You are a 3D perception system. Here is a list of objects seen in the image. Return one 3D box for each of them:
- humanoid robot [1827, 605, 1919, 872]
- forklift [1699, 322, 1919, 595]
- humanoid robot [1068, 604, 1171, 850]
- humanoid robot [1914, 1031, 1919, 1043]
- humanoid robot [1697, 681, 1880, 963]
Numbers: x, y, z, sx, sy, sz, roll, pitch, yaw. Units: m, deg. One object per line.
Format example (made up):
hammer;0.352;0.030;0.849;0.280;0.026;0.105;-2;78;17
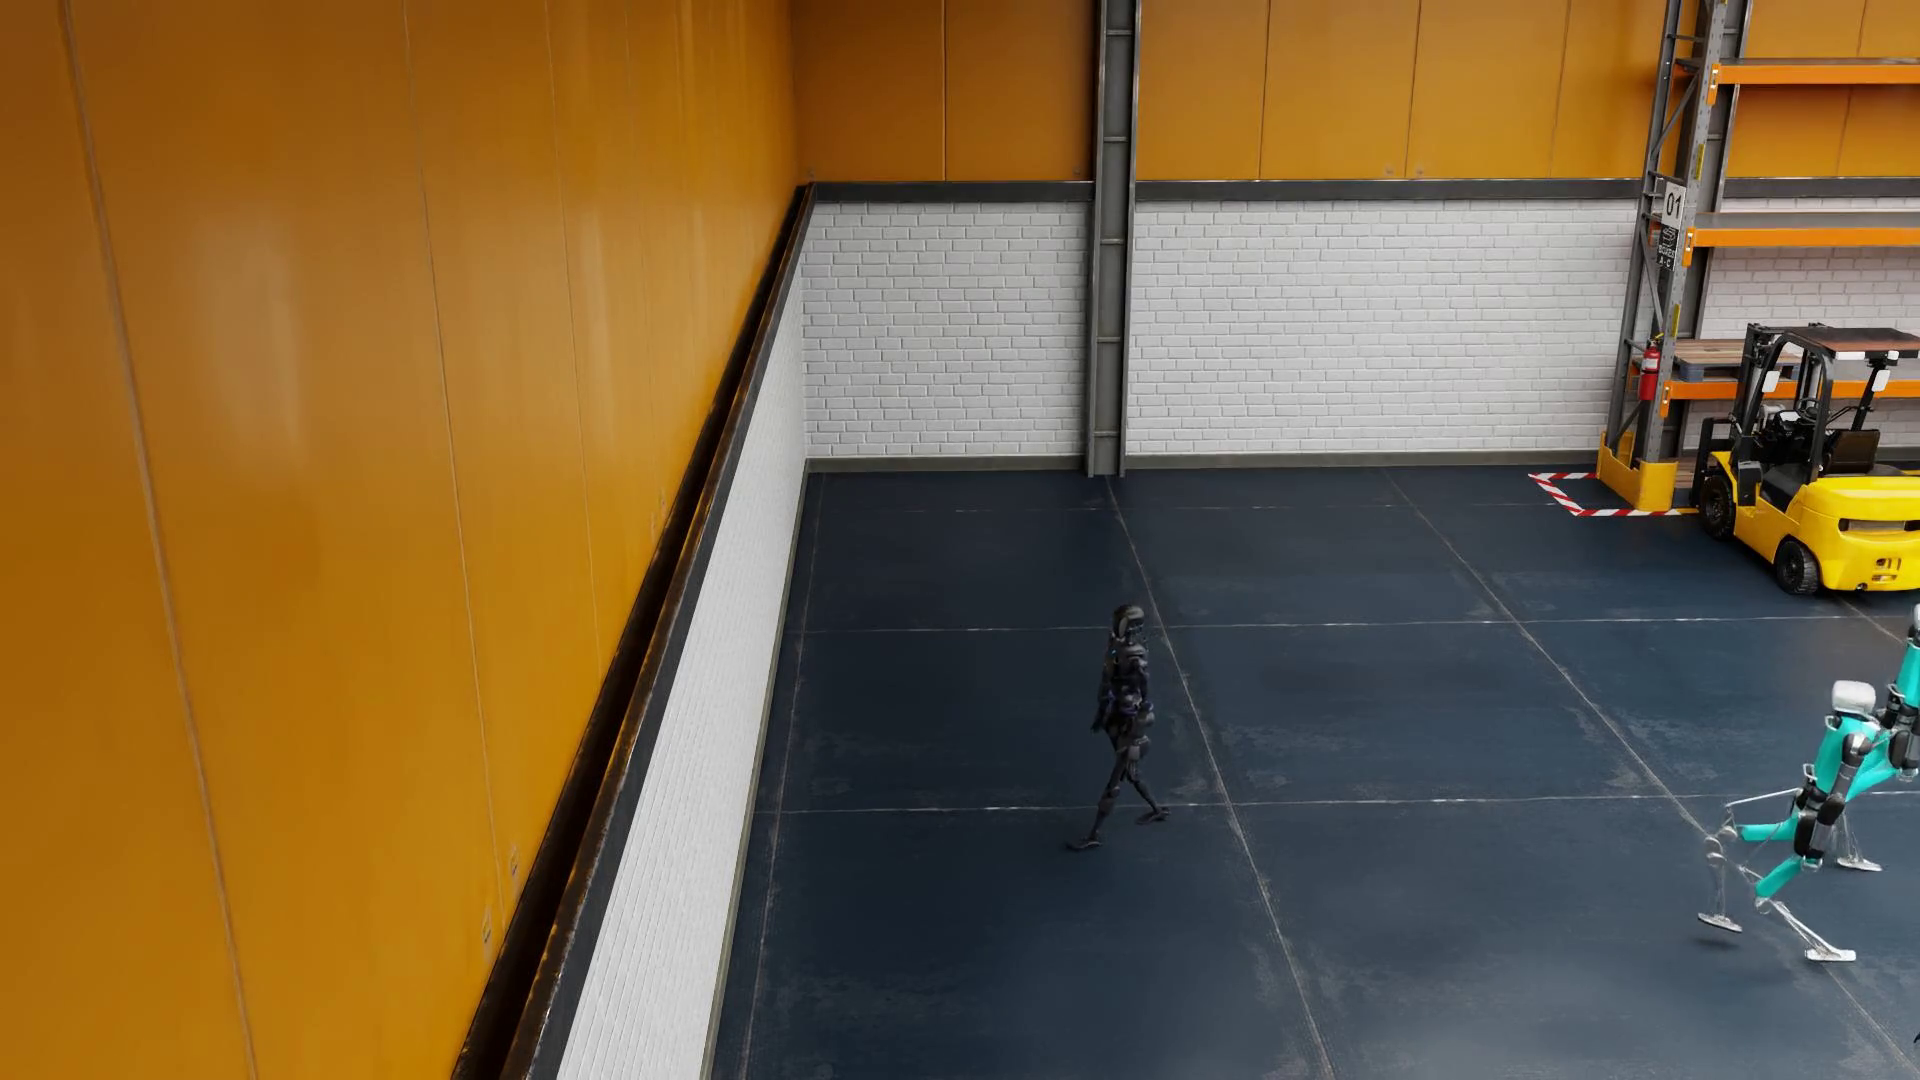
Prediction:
humanoid robot;5.517;1.242;10.123;0.751;1.817;0.533;4;21;11
forklift;7.809;-0.792;14.926;1.214;2.155;2.313;-1;20;-2
humanoid robot;1.033;1.146;10.480;0.788;1.622;0.600;-8;22;-20
humanoid robot;4.642;2.254;7.431;0.615;1.638;0.541;10;22;25
humanoid robot;4.531;1.567;9.242;1.032;1.751;0.536;8;22;20
